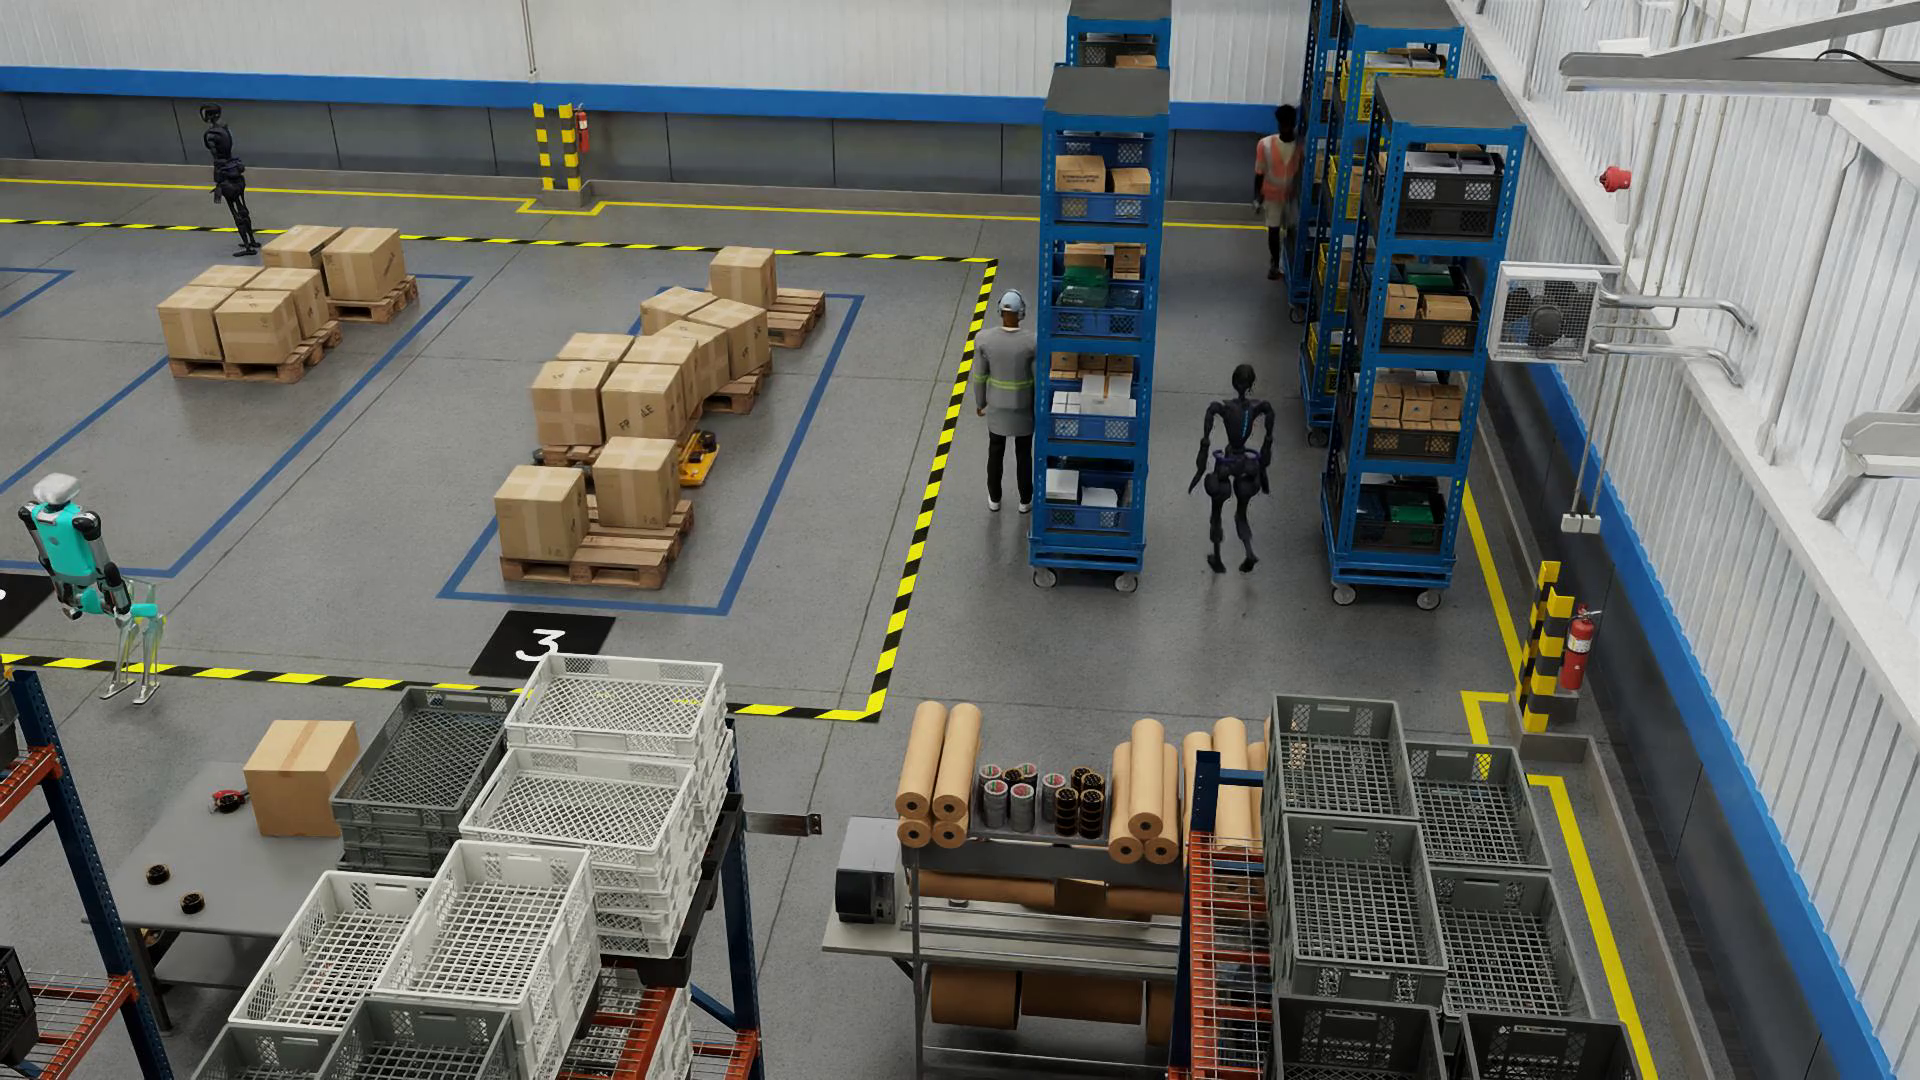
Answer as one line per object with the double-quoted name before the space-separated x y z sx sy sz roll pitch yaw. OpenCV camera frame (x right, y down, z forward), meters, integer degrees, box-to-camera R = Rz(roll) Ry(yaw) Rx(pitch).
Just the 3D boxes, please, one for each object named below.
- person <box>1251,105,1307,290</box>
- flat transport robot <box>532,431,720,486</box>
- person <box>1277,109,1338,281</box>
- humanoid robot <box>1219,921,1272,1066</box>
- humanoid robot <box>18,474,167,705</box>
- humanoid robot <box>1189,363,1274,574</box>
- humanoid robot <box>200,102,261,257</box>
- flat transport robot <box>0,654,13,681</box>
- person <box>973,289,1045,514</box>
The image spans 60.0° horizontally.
"person" 3.313 -3.519 17.089 0.624 1.922 0.708 6 31 11
"flat transport robot" -2.786 -0.720 13.883 1.431 0.197 0.652 3 30 6
"person" 3.577 -3.655 17.307 0.626 1.932 0.370 -10 32 -16
"humanoid robot" 1.210 2.315 7.327 0.687 1.631 0.585 14 33 22
"humanoid robot" -5.429 0.256 10.645 0.533 1.671 0.735 8 31 14
"humanoid robot" 1.994 -0.459 12.068 0.607 1.642 0.491 -6 31 -10
"humanoid robot" -7.906 -3.903 17.959 0.315 1.659 0.599 -2 30 -4
"flat transport robot" -7.142 0.969 11.010 1.431 0.231 0.659 3 30 6
"person" 0.401 -1.074 12.949 0.587 1.848 0.395 6 31 11
